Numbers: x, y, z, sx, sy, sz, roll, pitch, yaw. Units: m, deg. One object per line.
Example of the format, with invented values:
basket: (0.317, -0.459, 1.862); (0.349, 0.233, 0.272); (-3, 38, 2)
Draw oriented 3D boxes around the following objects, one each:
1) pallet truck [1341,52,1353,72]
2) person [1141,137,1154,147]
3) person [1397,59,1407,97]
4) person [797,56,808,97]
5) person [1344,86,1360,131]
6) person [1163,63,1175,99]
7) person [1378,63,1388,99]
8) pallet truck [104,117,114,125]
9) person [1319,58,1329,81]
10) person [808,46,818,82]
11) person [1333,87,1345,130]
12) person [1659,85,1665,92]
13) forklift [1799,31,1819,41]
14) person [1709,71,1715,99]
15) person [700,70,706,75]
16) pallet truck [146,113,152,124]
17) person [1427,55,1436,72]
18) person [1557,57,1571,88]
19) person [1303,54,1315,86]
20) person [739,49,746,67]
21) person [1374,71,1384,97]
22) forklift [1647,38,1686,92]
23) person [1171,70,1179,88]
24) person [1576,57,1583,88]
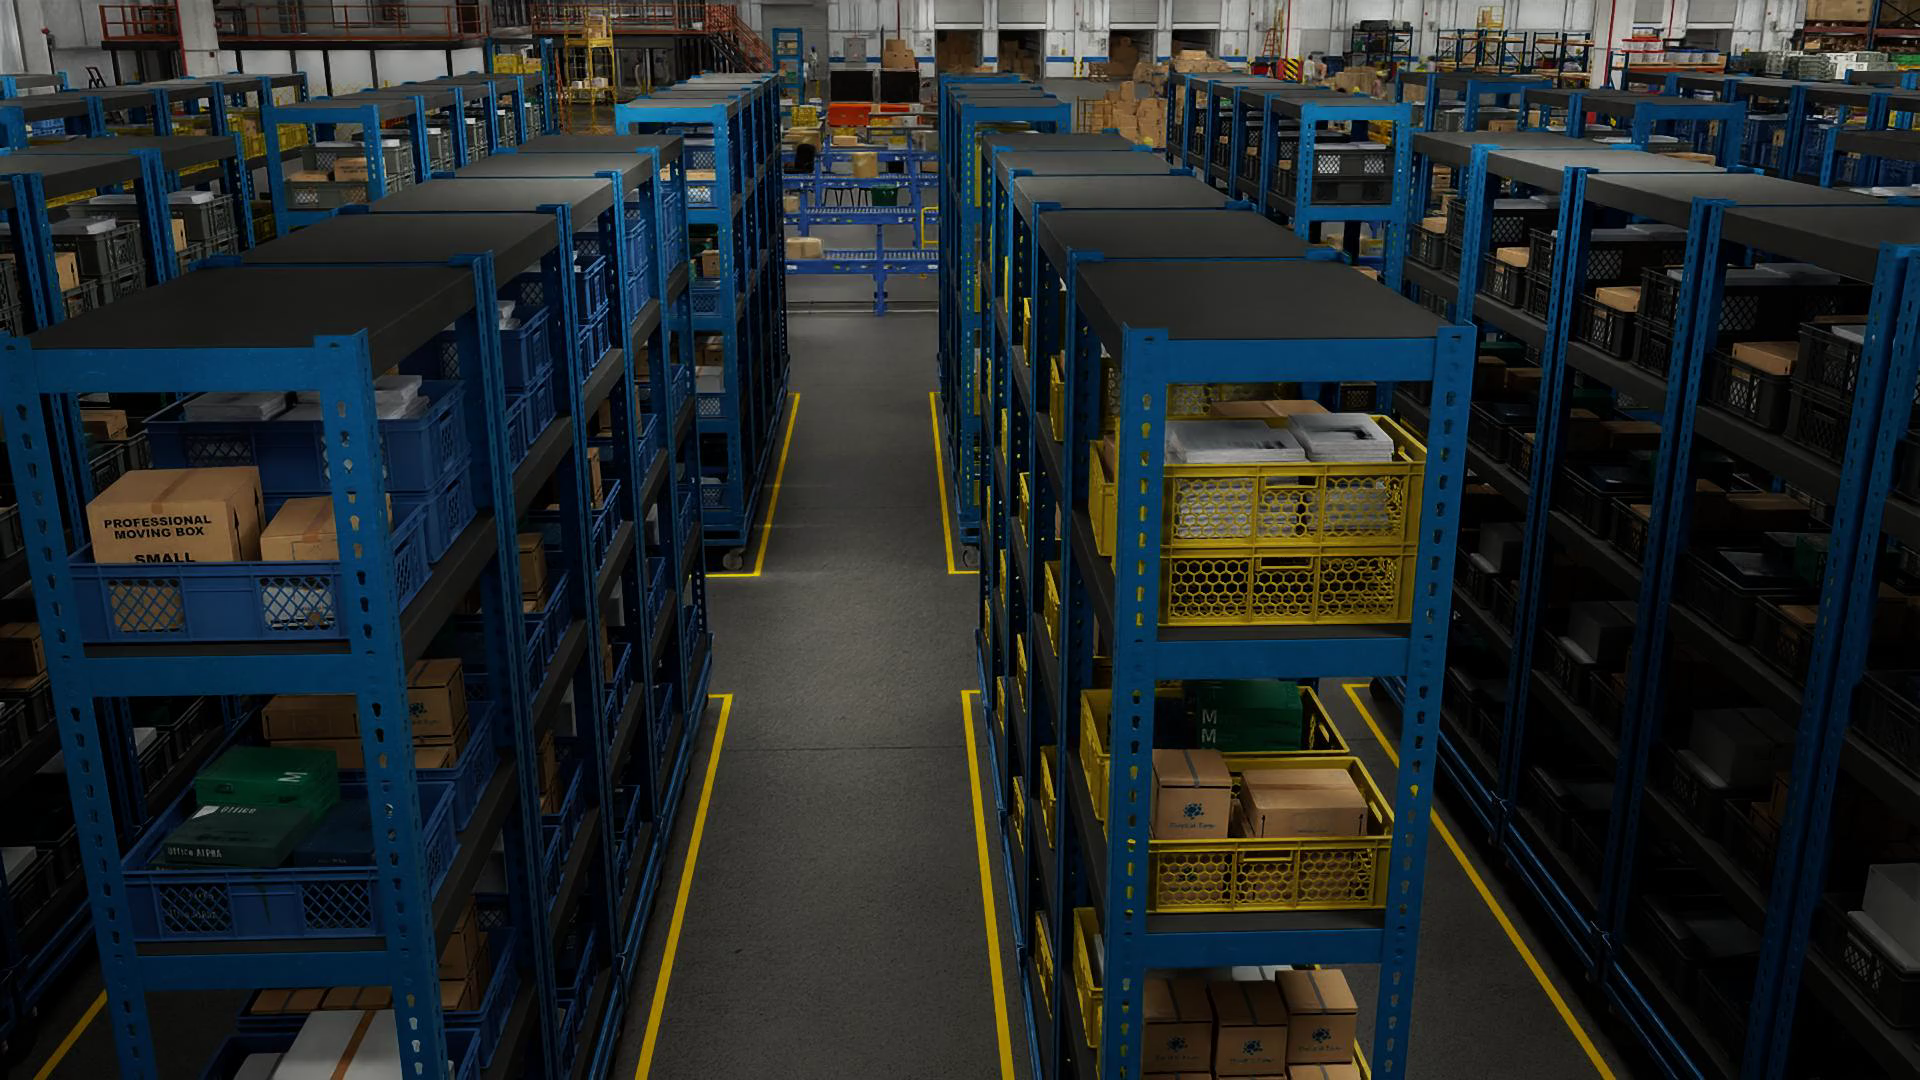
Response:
pallet truck: (18.794, -23.123, 82.231); (0.823, 1.965, 1.885); (-13, 22, -35)
person: (3.675, -7.231, 33.470); (0.847, 1.729, 0.533); (-11, 21, -30)
person: (20.983, -21.961, 79.048); (0.509, 1.728, 0.364); (-4, 18, -13)
person: (-7.504, -22.115, 79.247); (0.552, 1.914, 0.763); (-2, 18, -7)
person: (12.295, -13.209, 51.842); (0.599, 1.816, 0.637); (-1, 18, -2)
person: (8.296, -17.721, 65.447); (0.688, 2.000, 0.536); (-3, 18, -9)
person: (17.997, -19.397, 70.942); (0.391, 1.856, 0.533); (-14, 23, -37)
pallet truck: (-18.367, -7.885, 35.078); (1.885, 1.965, 0.823); (1, 18, 2)
person: (18.326, -23.522, 84.017); (0.857, 1.652, 0.536); (14, 23, 37)
person: (-8.288, -26.916, 94.046); (0.615, 1.947, 0.388); (-16, 24, -41)
person: (12.263, -13.738, 53.682); (0.538, 1.688, 0.448); (0, 18, 0)
person: (25.268, -15.732, 59.455); (0.553, 1.935, 0.361); (7, 19, 22)
forklift: (45.907, -26.183, 90.288); (1.129, 2.768, 1.873); (-1, 18, -2)
person: (29.386, -17.636, 65.302); (0.611, 1.966, 0.362); (2, 18, 8)
person: (-8.987, -15.546, 58.711); (0.391, 2.041, 0.615); (8, 20, 23)
pallet truck: (-18.087, -8.309, 36.390); (1.885, 1.965, 0.823); (-1, 18, -4)
person: (23.189, -22.936, 81.927); (0.477, 1.828, 0.629); (8, 19, 23)
person: (29.126, -22.410, 80.211); (0.504, 1.878, 0.616); (-11, 21, -30)
person: (16.667, -22.196, 79.458); (0.353, 1.936, 0.635); (-14, 23, -37)
person: (-11.998, -25.926, 91.105); (0.998, 1.873, 0.596); (1, 18, 2)
person: (16.194, -17.230, 64.392); (0.341, 1.757, 0.553); (6, 19, 17)
forklift: (30.830, -20.350, 72.237); (1.129, 2.768, 1.873); (-1, 18, -2)
person: (7.803, -16.111, 60.570); (0.601, 1.968, 0.645); (8, 20, 24)
person: (28.620, -21.324, 76.808); (0.613, 1.902, 0.645); (-13, 22, -34)
